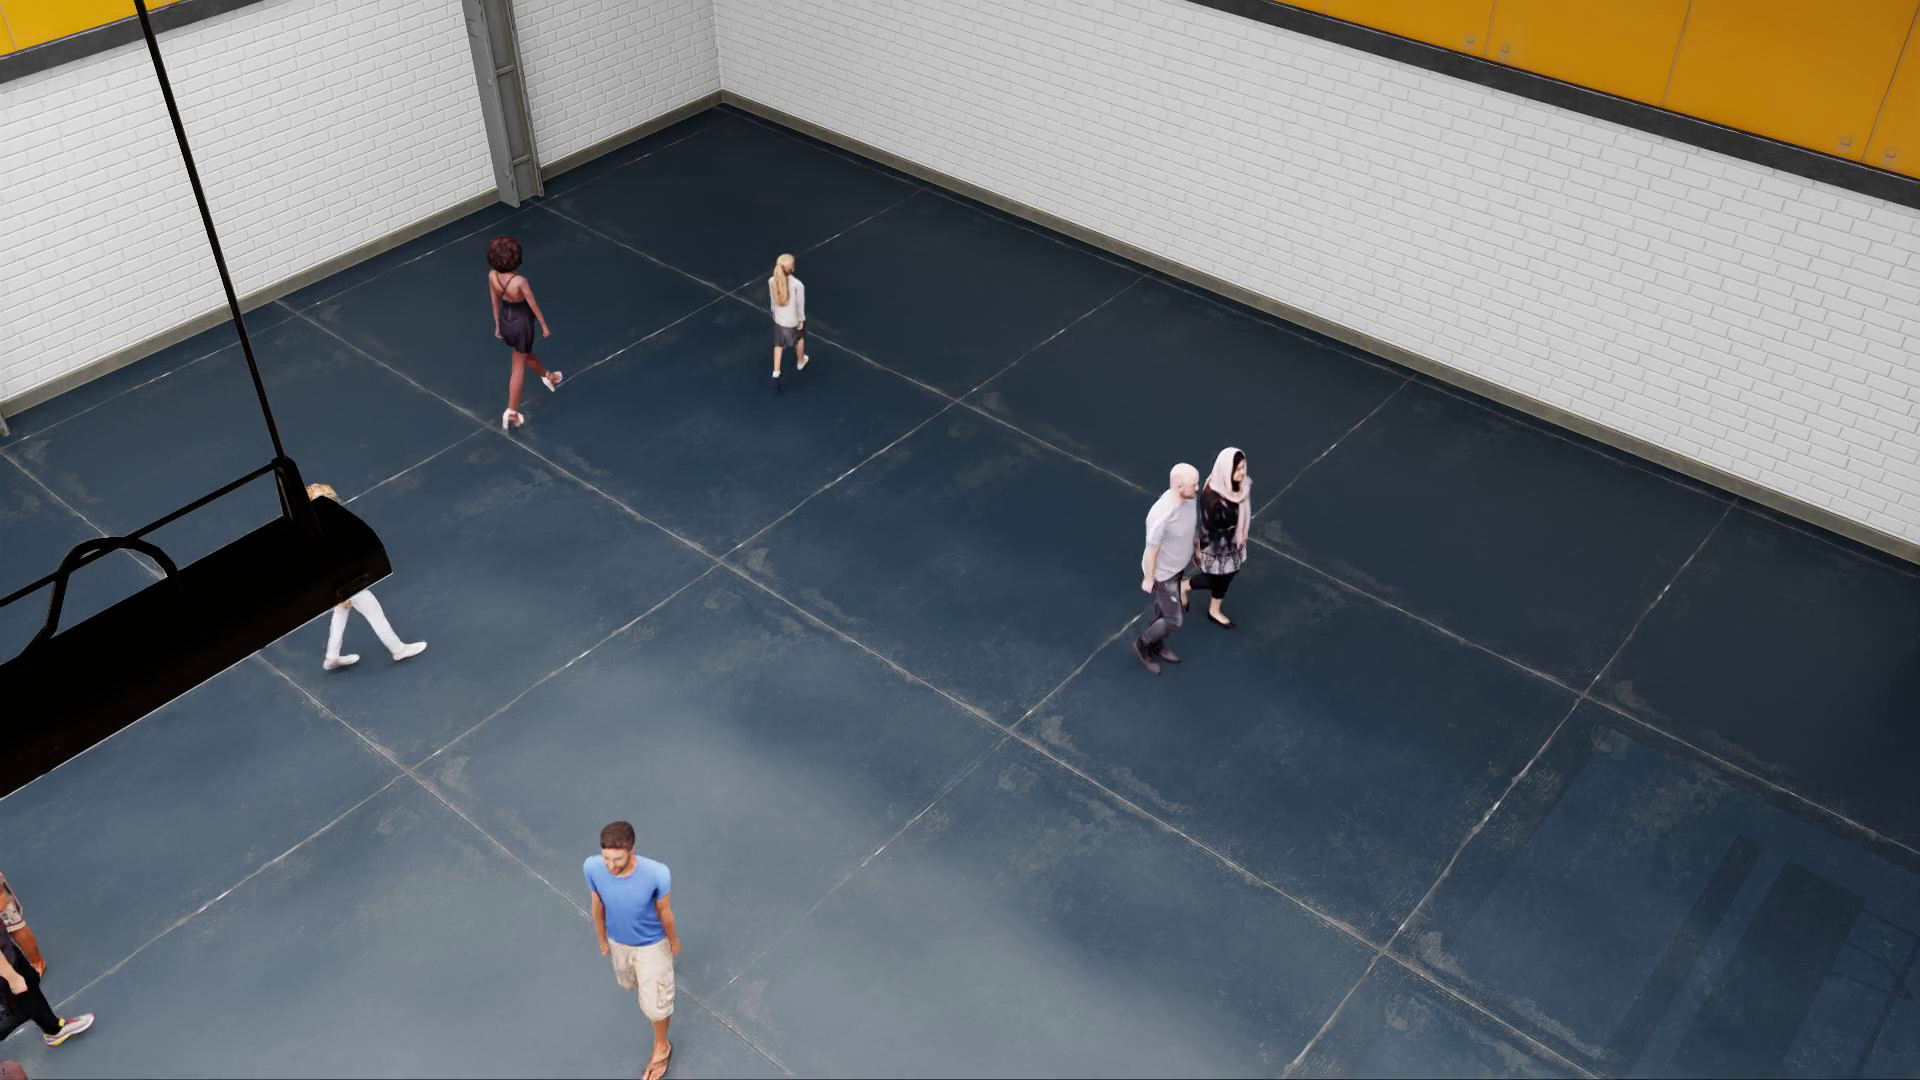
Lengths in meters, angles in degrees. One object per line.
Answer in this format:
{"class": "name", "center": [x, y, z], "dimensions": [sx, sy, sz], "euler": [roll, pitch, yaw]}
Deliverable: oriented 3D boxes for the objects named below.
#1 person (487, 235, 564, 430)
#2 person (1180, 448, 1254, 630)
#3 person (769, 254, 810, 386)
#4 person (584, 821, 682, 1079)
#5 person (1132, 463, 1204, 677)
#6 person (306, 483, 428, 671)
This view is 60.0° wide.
{"class": "person", "center": [-3.874, -1.746, 14.396], "dimensions": [0.767, 1.736, 1.155], "euler": [16, 41, 19]}
{"class": "person", "center": [1.870, -0.038, 12.345], "dimensions": [0.668, 1.626, 0.684], "euler": [27, 46, 30]}
{"class": "person", "center": [-1.588, -2.001, 15.100], "dimensions": [0.741, 1.256, 0.909], "euler": [7, 39, 9]}
{"class": "person", "center": [-1.796, 2.171, 9.411], "dimensions": [1.001, 1.836, 1.194], "euler": [5, 39, 7]}
{"class": "person", "center": [1.413, 0.161, 11.941], "dimensions": [0.761, 1.819, 0.610], "euler": [21, 43, 24]}
{"class": "person", "center": [-4.493, 0.287, 11.926], "dimensions": [1.040, 1.641, 0.798], "euler": [-19, 43, -23]}
